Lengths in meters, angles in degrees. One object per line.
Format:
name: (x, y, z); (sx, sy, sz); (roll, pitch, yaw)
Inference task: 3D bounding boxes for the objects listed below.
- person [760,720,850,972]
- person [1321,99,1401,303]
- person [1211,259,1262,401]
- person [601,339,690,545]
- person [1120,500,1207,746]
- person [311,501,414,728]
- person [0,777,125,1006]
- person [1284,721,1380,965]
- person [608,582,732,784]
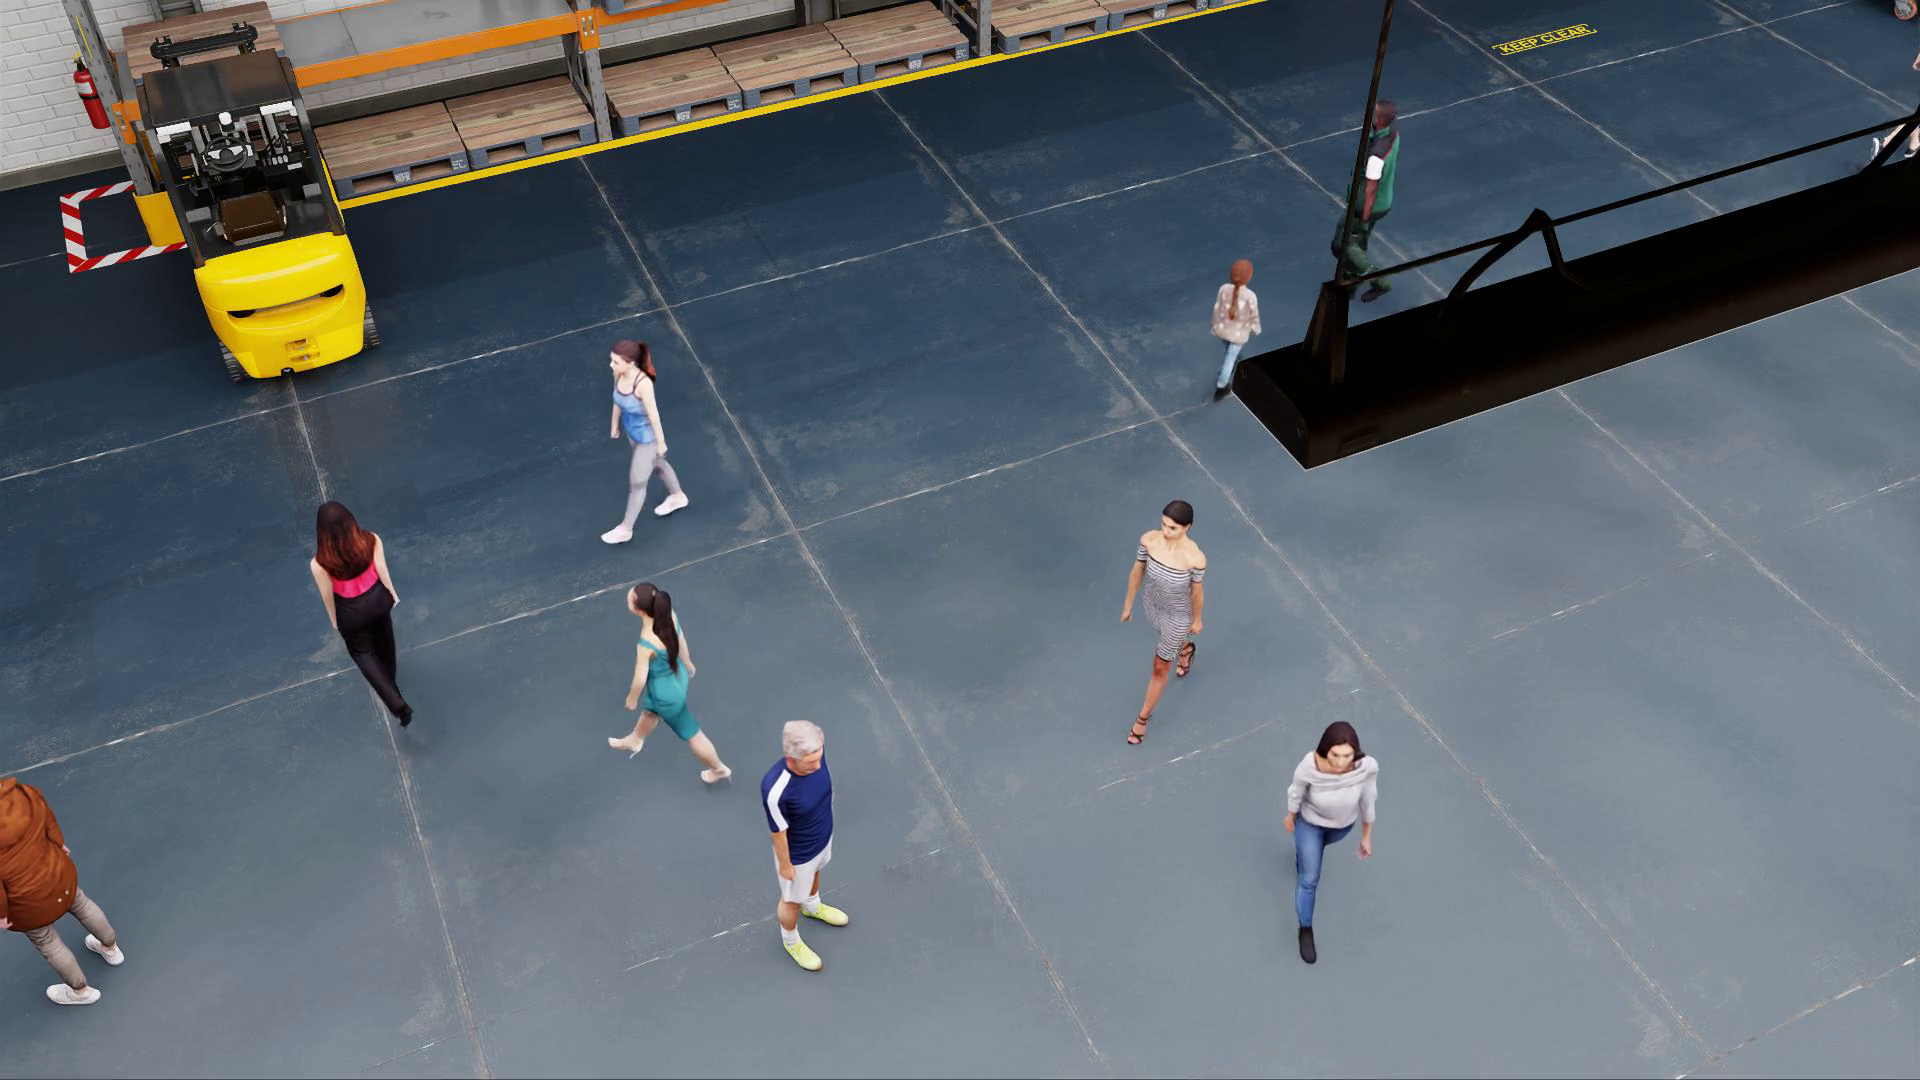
person: (-0.836, 1.575, 8.852); (0.776, 1.830, 0.690); (19, 47, 19)
person: (3.326, -2.664, 13.305); (0.980, 1.827, 0.936); (20, 47, 20)
person: (2.051, -1.573, 12.632); (0.674, 1.175, 0.814); (29, 51, 27)
person: (-2.117, -0.745, 11.469); (1.012, 1.580, 0.700); (-28, 50, -26)
person: (1.317, 0.391, 10.138); (0.941, 1.771, 1.164); (28, 50, 27)
person: (-3.613, 0.454, 10.171); (1.014, 1.635, 0.833); (-31, 52, -29)
person: (-4.818, 1.773, 8.639); (0.907, 1.839, 0.854); (11, 45, 12)
person: (1.988, 1.487, 9.121); (1.068, 1.588, 0.896); (-3, 44, -3)
person: (-1.617, 0.901, 9.695); (1.085, 1.644, 0.949); (10, 44, 10)
